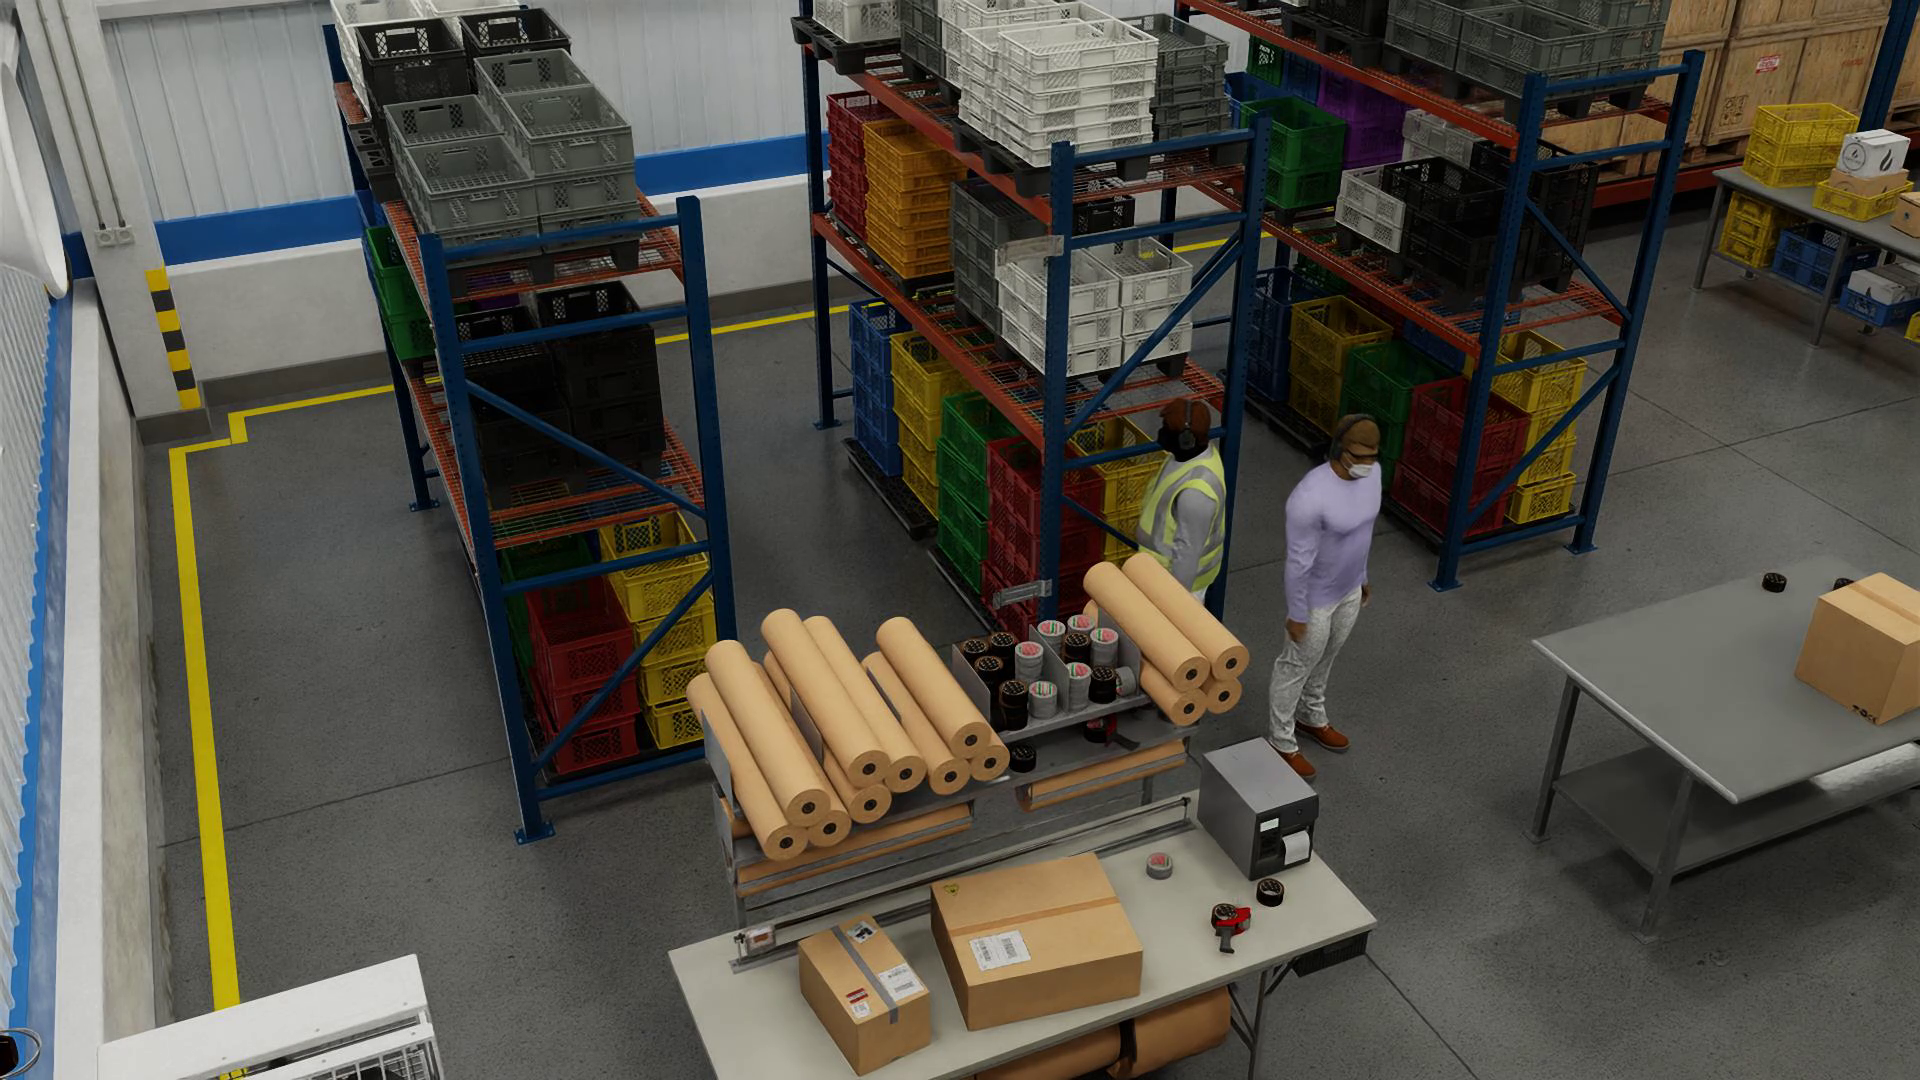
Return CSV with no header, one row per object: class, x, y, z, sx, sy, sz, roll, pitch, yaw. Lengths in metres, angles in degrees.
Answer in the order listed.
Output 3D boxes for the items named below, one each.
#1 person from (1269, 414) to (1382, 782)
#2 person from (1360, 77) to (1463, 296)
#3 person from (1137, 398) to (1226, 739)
person,1.758,0.252,7.962,0.627,1.935,0.371,-27,41,-36
person,3.595,-2.802,13.005,0.582,1.834,0.960,-18,36,-27
person,1.079,0.136,8.249,0.429,1.837,0.629,3,32,4
